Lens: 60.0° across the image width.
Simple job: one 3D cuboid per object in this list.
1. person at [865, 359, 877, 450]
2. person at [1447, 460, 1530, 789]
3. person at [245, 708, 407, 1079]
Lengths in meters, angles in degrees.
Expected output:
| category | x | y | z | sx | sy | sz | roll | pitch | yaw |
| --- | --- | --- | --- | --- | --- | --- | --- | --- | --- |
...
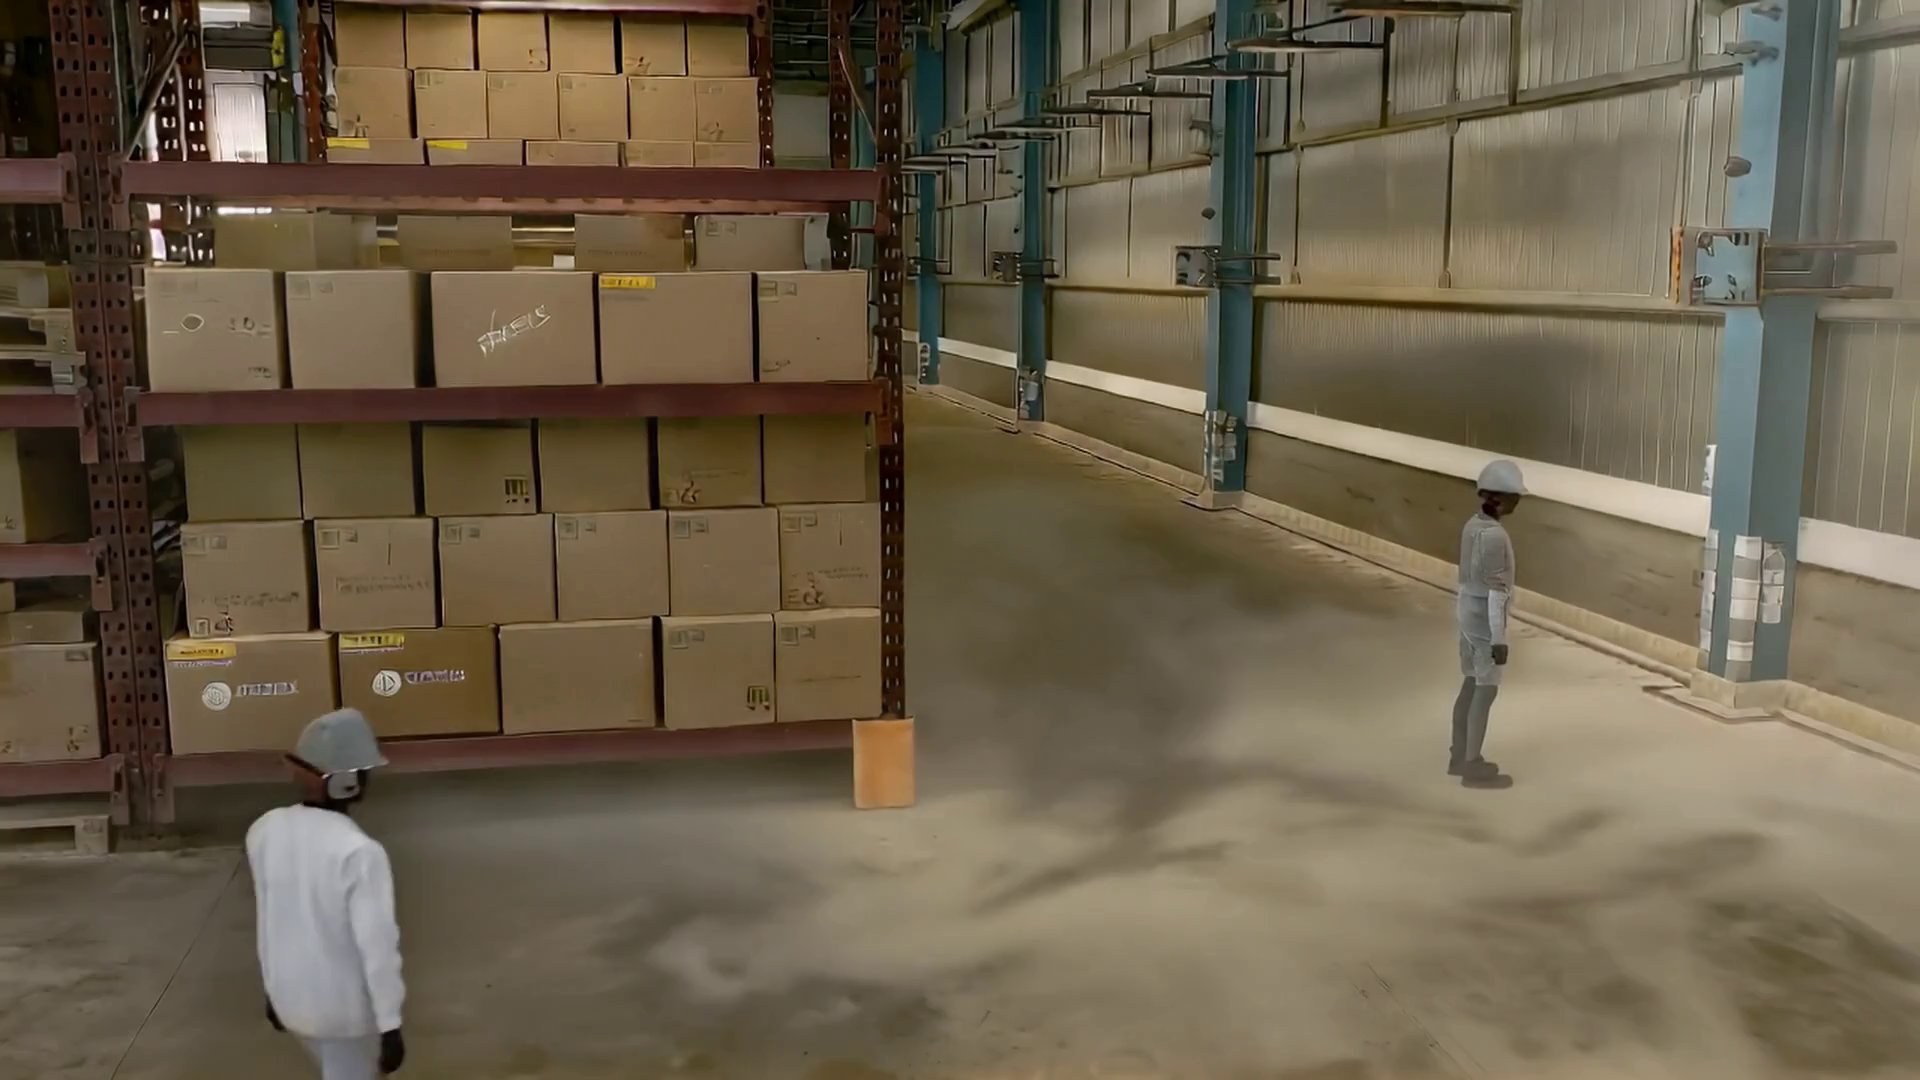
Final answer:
| category | x | y | z | sx | sy | sz | roll | pitch | yaw |
| --- | --- | --- | --- | --- | --- | --- | --- | --- | --- |
| person | -1.659 | -2.396 | 27.590 | 0.586 | 1.833 | 0.403 | -3 | 10 | -19 |
| person | 3.096 | 0.492 | 9.719 | 0.385 | 1.930 | 0.541 | 0 | 9 | 3 |
| person | -1.860 | 1.356 | 4.994 | 0.583 | 1.735 | 0.374 | 6 | 11 | 32 |
